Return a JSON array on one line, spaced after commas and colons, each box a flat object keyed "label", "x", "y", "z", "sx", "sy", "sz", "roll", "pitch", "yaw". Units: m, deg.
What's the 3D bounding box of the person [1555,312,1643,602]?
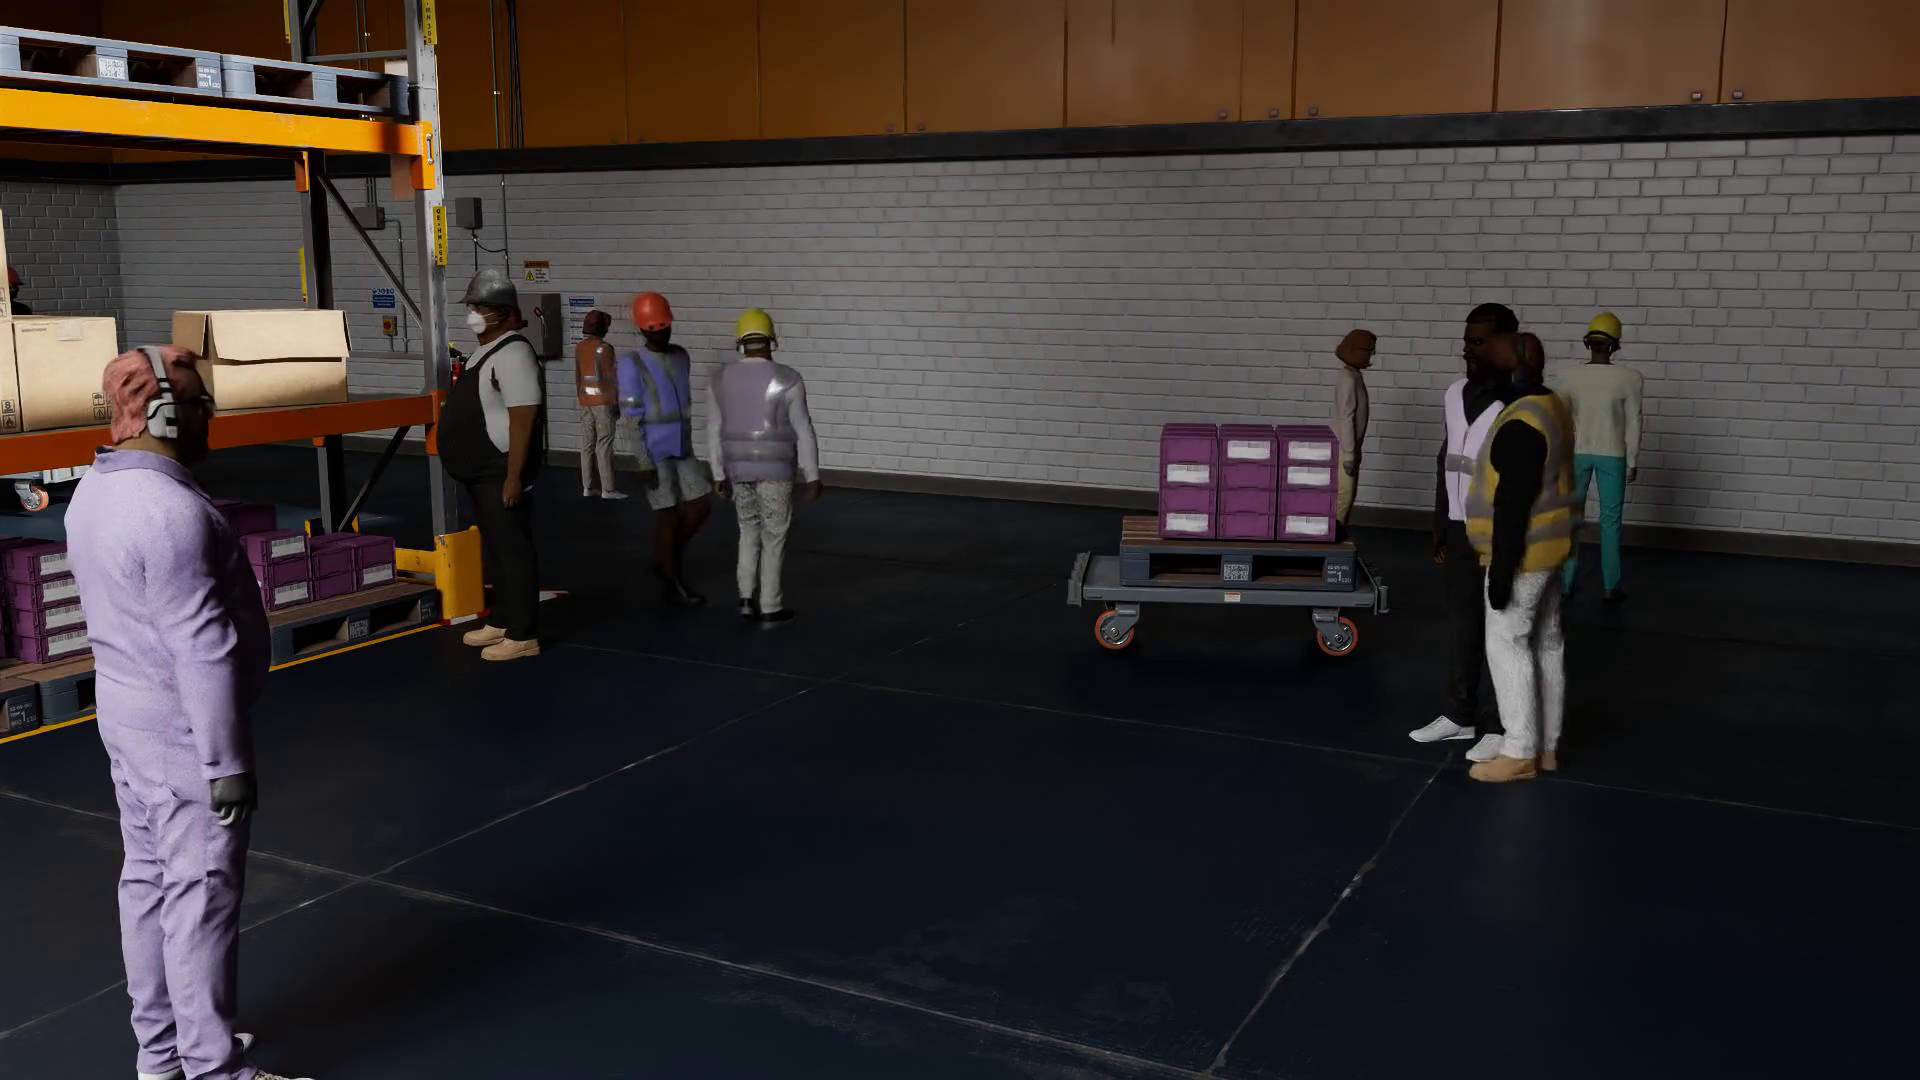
[{"label": "person", "x": 3.892, "y": -0.505, "z": 10.194, "sx": 0.526, "sy": 1.769, "sz": 0.330, "roll": 6, "pitch": 11, "yaw": 30}]

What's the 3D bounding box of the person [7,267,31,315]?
[{"label": "person", "x": -9.483, "y": -1.728, "z": 16.624, "sx": 0.612, "sy": 1.990, "sz": 0.392, "roll": 2, "pitch": 10, "yaw": 9}]

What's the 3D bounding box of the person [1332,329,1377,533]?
[{"label": "person", "x": 2.615, "y": -0.594, "z": 11.127, "sx": 0.293, "sy": 1.623, "sz": 0.509, "roll": 3, "pitch": 10, "yaw": 18}]

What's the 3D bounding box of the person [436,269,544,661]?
[{"label": "person", "x": -2.473, "y": -0.396, "z": 8.767, "sx": 0.539, "sy": 2.000, "sz": 0.688, "roll": -5, "pitch": 11, "yaw": -28}]

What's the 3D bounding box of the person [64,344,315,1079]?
[{"label": "person", "x": -1.900, "y": 0.477, "z": 4.098, "sx": 0.643, "sy": 1.910, "sz": 0.411, "roll": 10, "pitch": 14, "yaw": 44}]

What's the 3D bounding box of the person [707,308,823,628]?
[{"label": "person", "x": -1.104, "y": -0.396, "z": 9.431, "sx": 0.636, "sy": 1.819, "sz": 0.446, "roll": 4, "pitch": 11, "yaw": 22}]

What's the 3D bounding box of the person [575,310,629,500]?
[{"label": "person", "x": -3.119, "y": -1.160, "z": 14.351, "sx": 0.514, "sy": 1.640, "sz": 0.310, "roll": 8, "pitch": 13, "yaw": 39}]

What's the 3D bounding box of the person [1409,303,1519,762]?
[{"label": "person", "x": 2.231, "y": -0.036, "z": 7.037, "sx": 0.391, "sy": 1.919, "sz": 0.590, "roll": -5, "pitch": 11, "yaw": -26}]

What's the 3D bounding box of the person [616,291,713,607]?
[{"label": "person", "x": -1.743, "y": -0.519, "z": 9.878, "sx": 0.389, "sy": 1.903, "sz": 0.589, "roll": 7, "pitch": 12, "yaw": 34}]

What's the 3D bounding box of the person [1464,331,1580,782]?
[{"label": "person", "x": 2.270, "y": 0.072, "z": 6.747, "sx": 0.433, "sy": 1.825, "sz": 0.697, "roll": 6, "pitch": 12, "yaw": 32}]
